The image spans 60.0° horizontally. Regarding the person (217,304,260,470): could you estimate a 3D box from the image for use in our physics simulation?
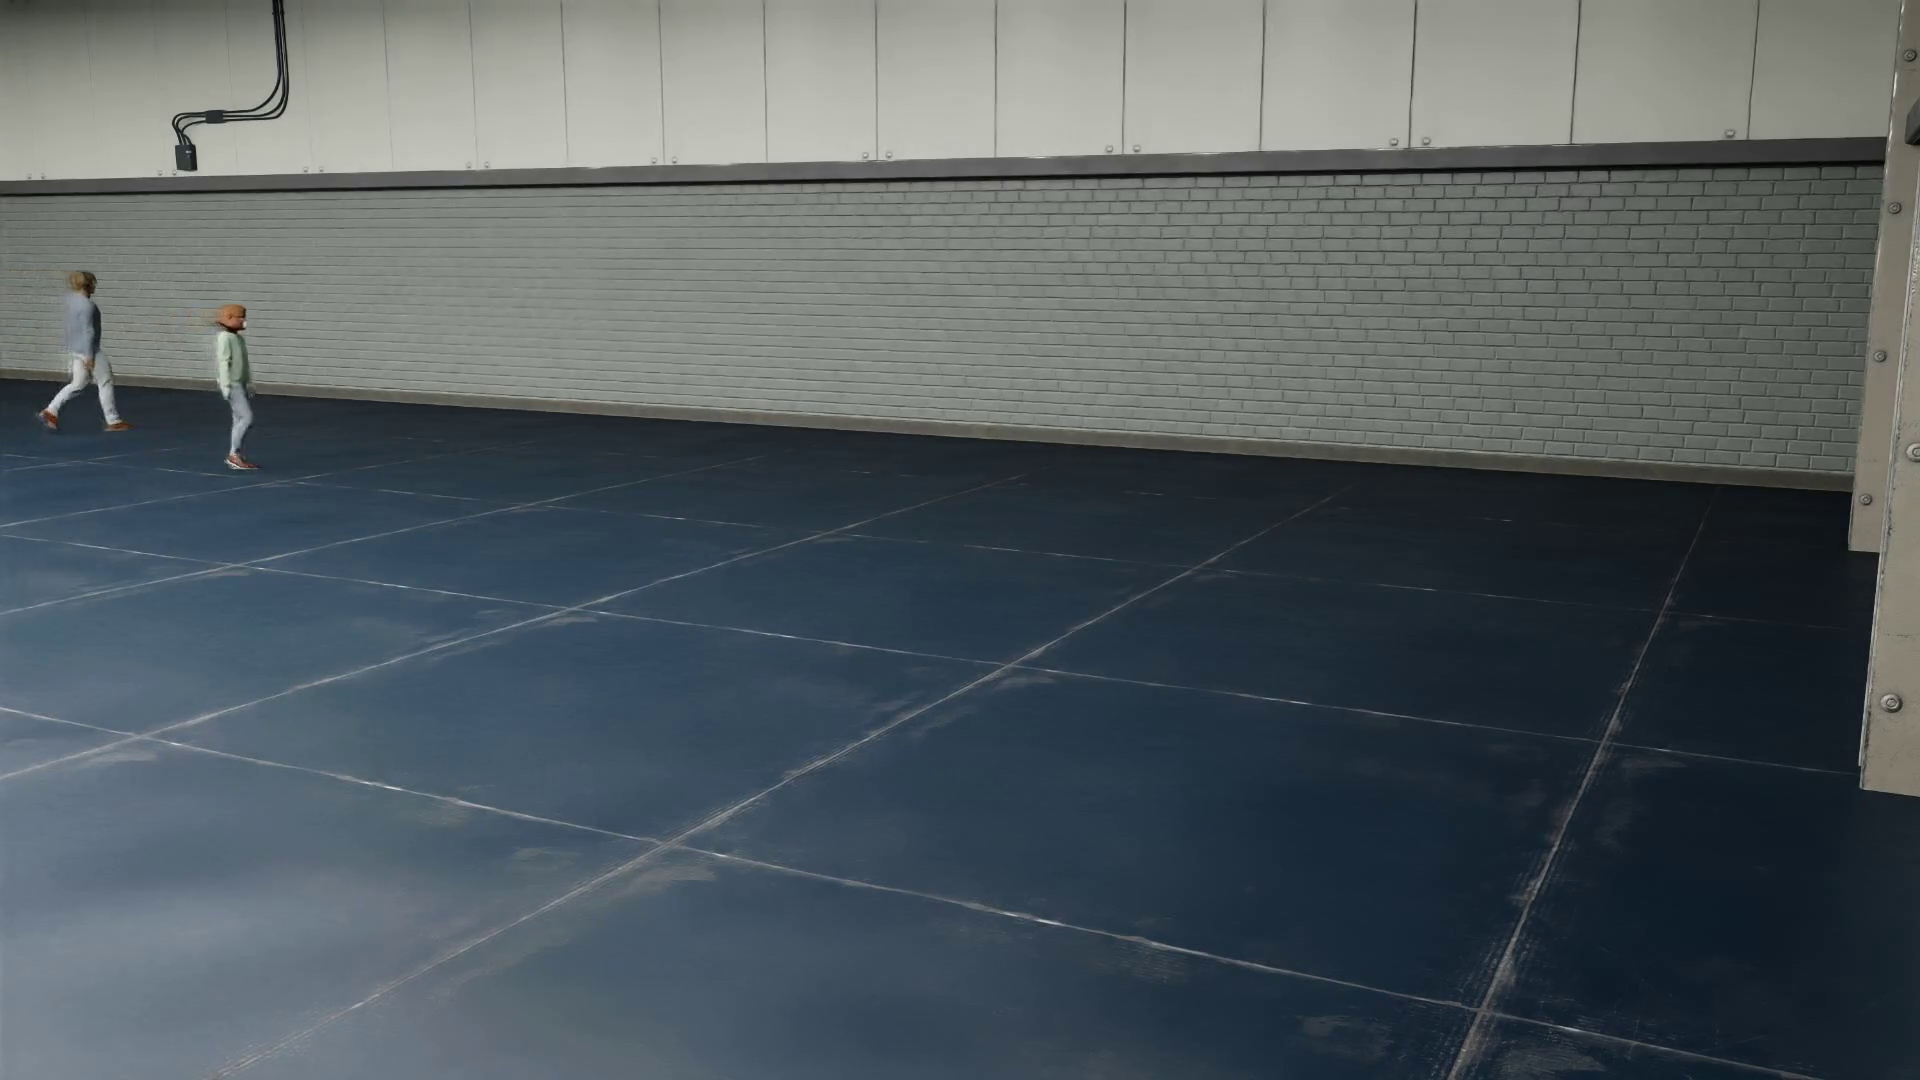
[{"bbox_3d":[-7.031,-1.488,16.265,0.362,1.620,0.533,-1,10,-4],"label":"person"}]

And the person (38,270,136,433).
[{"bbox_3d":[-10.227,-2.181,19.331,0.940,1.908,0.636,-9,14,-42],"label":"person"}]
